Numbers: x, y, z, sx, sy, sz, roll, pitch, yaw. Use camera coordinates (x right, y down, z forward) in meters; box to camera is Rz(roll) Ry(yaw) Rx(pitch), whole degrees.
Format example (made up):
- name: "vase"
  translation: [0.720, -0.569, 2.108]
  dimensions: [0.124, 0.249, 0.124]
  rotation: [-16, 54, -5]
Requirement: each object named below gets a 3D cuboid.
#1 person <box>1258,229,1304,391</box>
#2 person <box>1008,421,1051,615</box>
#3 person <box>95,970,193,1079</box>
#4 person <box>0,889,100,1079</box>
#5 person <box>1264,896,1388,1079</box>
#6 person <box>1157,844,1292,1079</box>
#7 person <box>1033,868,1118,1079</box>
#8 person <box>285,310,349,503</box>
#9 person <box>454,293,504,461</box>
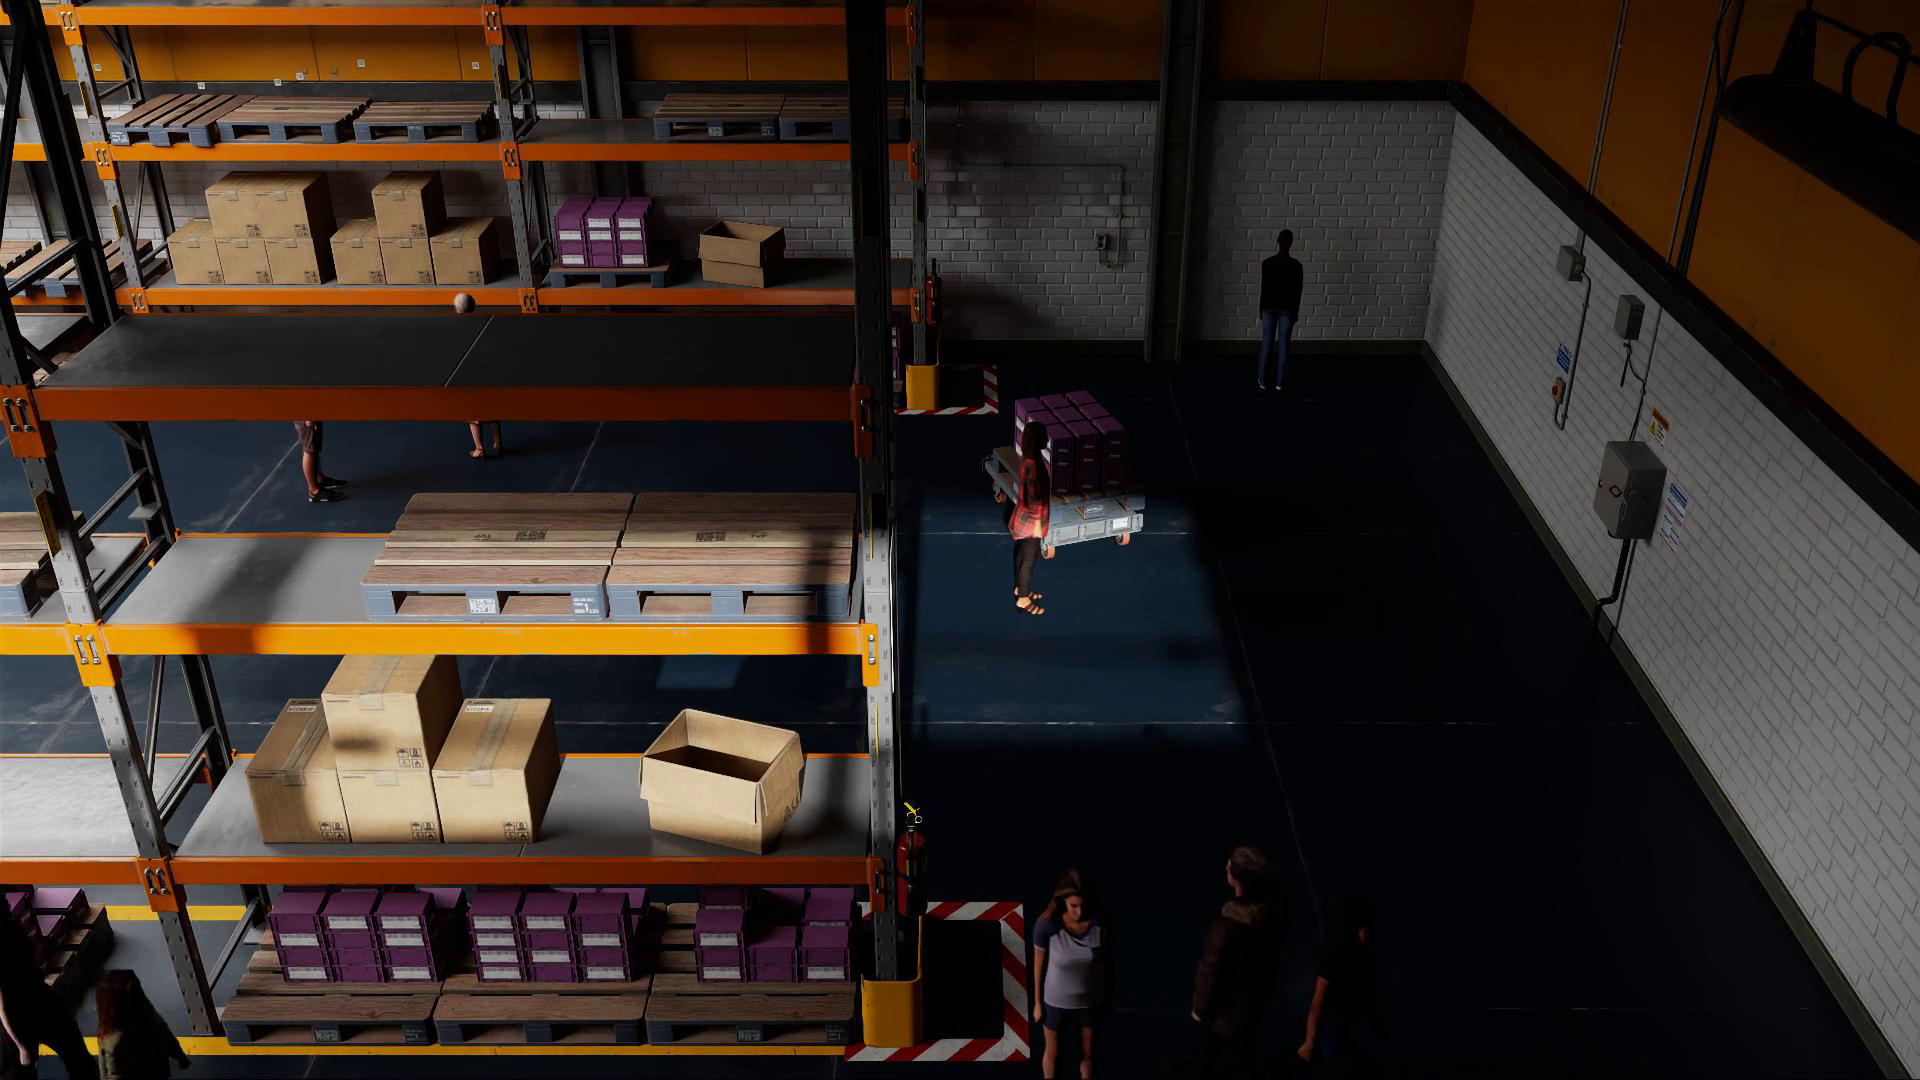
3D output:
- name: "person"
  translation: [3.391, -2.447, 17.670]
  dimensions: [0.565, 1.750, 0.711]
  rotation: [8, 30, 15]
- name: "person"
  translation: [0.578, -0.188, 13.579]
  dimensions: [0.560, 1.701, 0.625]
  rotation: [-2, 29, -4]
- name: "person"
  translation: [-4.192, 2.767, 8.417]
  dimensions: [0.876, 1.456, 0.678]
  rotation: [-4, 29, -7]
- name: "person"
  translation: [-4.973, 2.495, 8.646]
  dimensions: [1.137, 1.715, 0.666]
  rotation: [-2, 29, -4]
- name: "person"
  translation: [1.859, 2.513, 8.647]
  dimensions: [1.230, 1.682, 1.010]
  rotation: [18, 33, 29]
- name: "person"
  translation: [1.514, 2.415, 8.692]
  dimensions: [1.306, 1.812, 1.197]
  rotation: [22, 35, 34]
- name: "person"
  translation: [0.597, 2.402, 8.803]
  dimensions: [0.495, 1.727, 0.666]
  rotation: [-2, 29, -4]
- name: "person"
  translation: [-6.046, -1.255, 15.369]
  dimensions: [0.666, 1.860, 0.701]
  rotation: [-7, 29, -13]
- name: "person"
  translation: [-4.704, -1.587, 16.155]
  dimensions: [0.686, 1.691, 0.764]
  rotation: [-21, 35, -33]
